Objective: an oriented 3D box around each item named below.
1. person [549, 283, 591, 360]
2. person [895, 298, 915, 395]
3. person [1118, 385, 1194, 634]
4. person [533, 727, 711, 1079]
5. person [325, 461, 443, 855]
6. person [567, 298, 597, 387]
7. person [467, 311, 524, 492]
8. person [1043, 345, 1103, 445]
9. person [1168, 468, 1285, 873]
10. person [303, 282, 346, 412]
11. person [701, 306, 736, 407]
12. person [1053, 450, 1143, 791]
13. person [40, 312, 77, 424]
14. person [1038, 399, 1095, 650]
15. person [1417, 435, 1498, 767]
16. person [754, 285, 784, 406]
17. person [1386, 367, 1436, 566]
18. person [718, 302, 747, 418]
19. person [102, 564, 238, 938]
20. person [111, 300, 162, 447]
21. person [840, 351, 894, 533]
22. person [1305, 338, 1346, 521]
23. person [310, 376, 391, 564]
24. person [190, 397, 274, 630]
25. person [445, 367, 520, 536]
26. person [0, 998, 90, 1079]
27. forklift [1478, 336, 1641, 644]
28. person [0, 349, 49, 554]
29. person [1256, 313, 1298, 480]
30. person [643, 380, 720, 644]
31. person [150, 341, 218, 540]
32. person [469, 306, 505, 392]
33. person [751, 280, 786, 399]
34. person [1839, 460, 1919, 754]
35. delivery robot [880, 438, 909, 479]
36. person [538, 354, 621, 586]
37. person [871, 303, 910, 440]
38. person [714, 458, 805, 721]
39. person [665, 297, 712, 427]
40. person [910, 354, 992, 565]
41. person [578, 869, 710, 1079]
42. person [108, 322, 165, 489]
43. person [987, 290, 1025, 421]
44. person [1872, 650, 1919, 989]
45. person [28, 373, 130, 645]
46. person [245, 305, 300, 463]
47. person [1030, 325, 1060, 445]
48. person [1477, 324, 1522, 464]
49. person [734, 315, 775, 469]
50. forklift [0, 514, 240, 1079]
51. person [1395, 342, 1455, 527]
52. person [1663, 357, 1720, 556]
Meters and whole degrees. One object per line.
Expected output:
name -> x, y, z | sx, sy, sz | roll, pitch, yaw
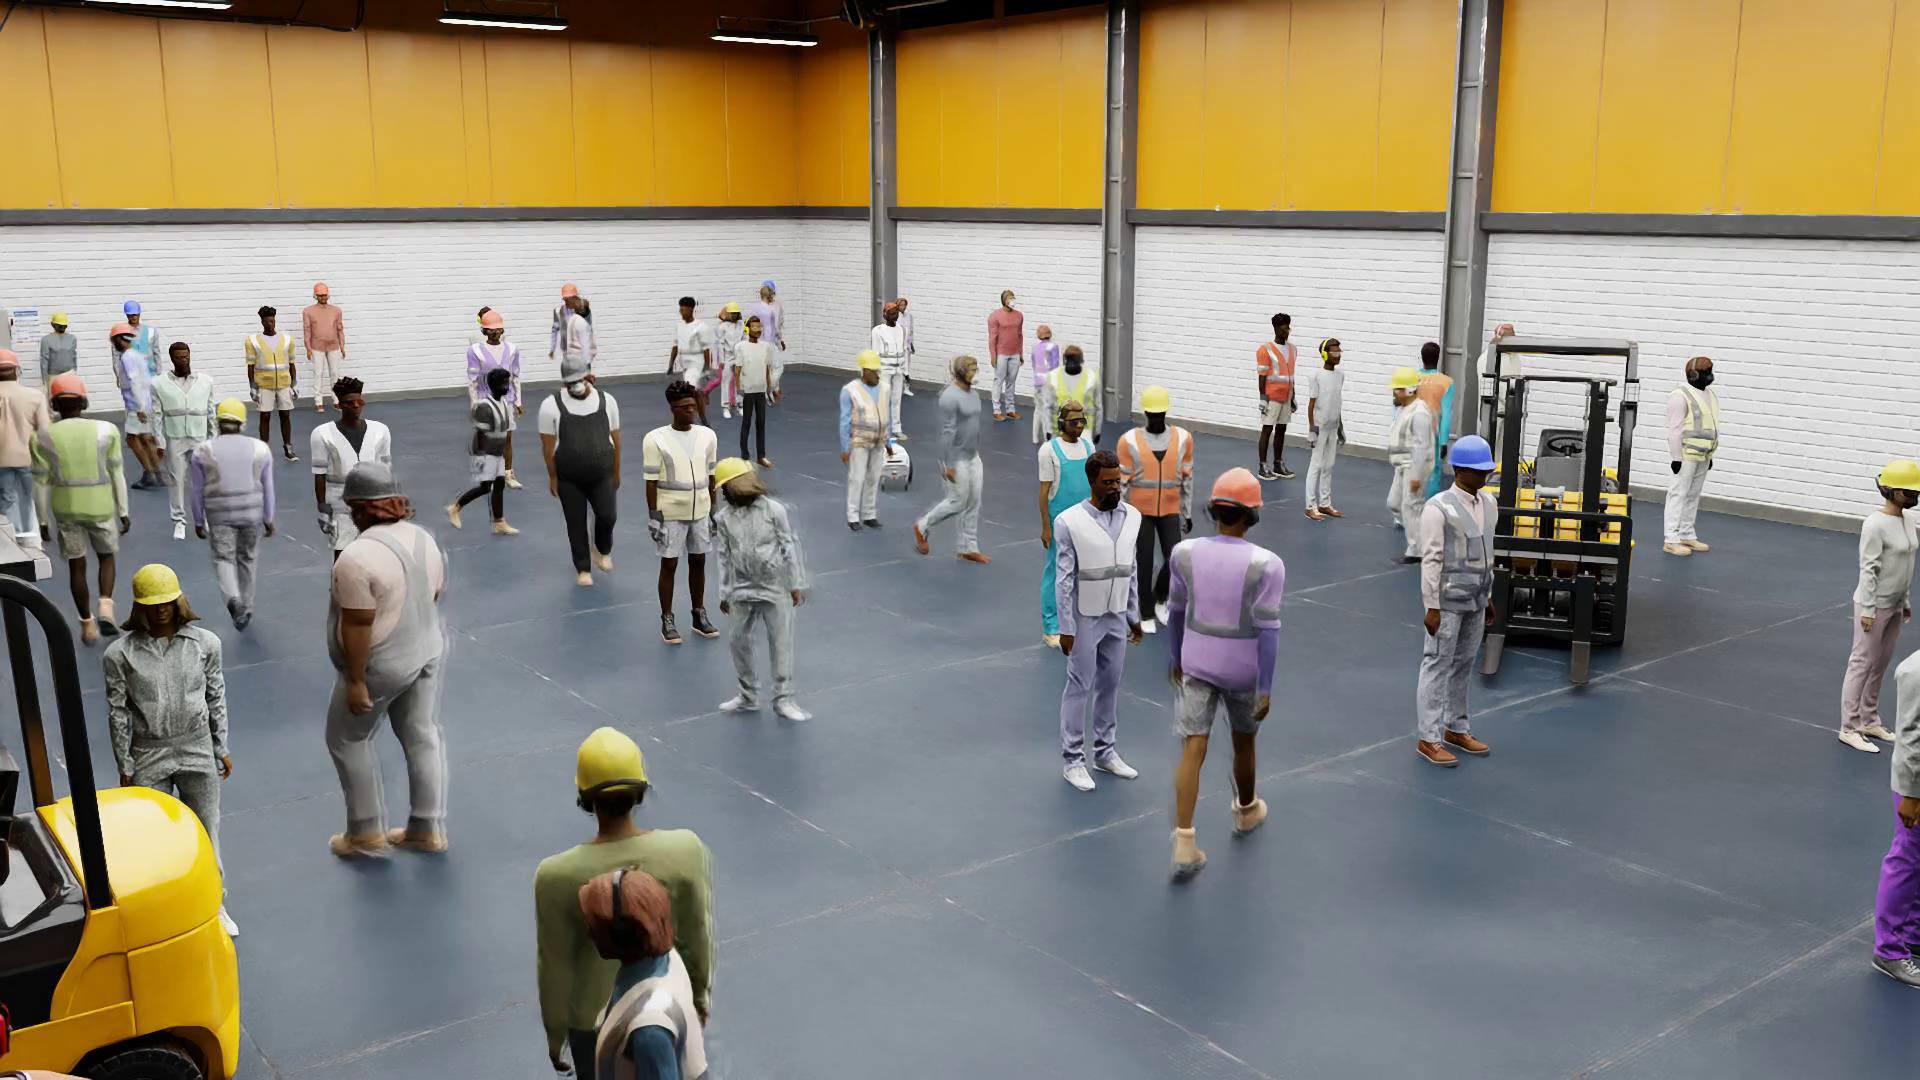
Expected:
person -> -6.014, -3.012, 25.930 | 0.610, 1.993, 1.041 | 4, 12, 17
person -> -0.983, -3.215, 27.736 | 0.517, 1.641, 0.308 | -9, 15, -36
person -> 1.484, -0.228, 12.653 | 0.606, 1.908, 0.420 | -1, 12, -5
person -> -0.998, 1.428, 5.021 | 0.538, 1.751, 0.559 | -5, 13, -22
person -> -2.950, 0.590, 8.389 | 0.658, 2.000, 0.717 | 5, 13, 21
person -> -5.682, -2.672, 24.670 | 0.627, 1.821, 0.639 | -4, 12, -20
person -> -5.227, -1.564, 18.784 | 0.609, 2.043, 0.376 | -9, 15, -36
person -> 1.189, -1.172, 17.534 | 0.609, 1.790, 0.988 | 3, 12, 12
person -> 1.306, 0.629, 8.327 | 0.629, 1.992, 1.053 | 6, 13, 27
person -> -9.822, -2.980, 25.737 | 0.614, 1.994, 0.381 | -9, 15, -36
person -> -3.748, -2.877, 26.185 | 0.607, 1.610, 0.511 | 4, 12, 18
person -> 0.779, 0.438, 9.420 | 0.591, 1.919, 0.390 | -9, 15, -36
person -> -12.769, -2.374, 23.521 | 0.766, 1.715, 0.539 | 9, 15, 37
person -> 0.806, -0.122, 12.298 | 0.507, 1.846, 0.343 | -9, 15, -36
person -> 2.936, 0.347, 9.787 | 0.607, 1.948, 0.389 | -9, 15, -36
person -> -3.016, -3.072, 26.367 | 0.467, 1.916, 0.658 | -4, 12, -18
person -> 4.036, -0.657, 14.975 | 0.471, 1.806, 0.647 | 1, 12, 3
person -> -3.402, -2.713, 25.061 | 0.488, 1.744, 0.295 | -9, 15, -36
person -> -3.470, 0.956, 7.342 | 0.488, 1.744, 0.295 | -9, 15, -36
person -> -10.950, -2.217, 22.167 | 0.607, 1.948, 0.389 | -9, 15, -36
person -> -0.913, -0.970, 16.503 | 0.606, 1.811, 0.457 | -9, 15, -38
person -> 3.791, -1.146, 17.172 | 0.520, 1.876, 0.326 | -9, 15, -36
person -> -4.620, -0.272, 12.728 | 0.608, 1.966, 0.365 | -9, 15, -36
person -> -5.544, -0.186, 12.736 | 0.599, 1.804, 0.702 | -8, 14, -34
person -> -4.673, -0.860, 16.266 | 0.629, 1.670, 0.544 | 1, 12, 6
person -> -1.988, 1.721, 3.386 | 0.566, 1.849, 0.387 | -9, 15, -36
forklift -> 4.683, -0.471, 13.136 | 1.214, 2.155, 2.313 | 4, 12, 20
person -> -8.511, -0.733, 14.977 | 0.626, 1.965, 0.548 | -5, 13, -23
person -> 3.744, -1.692, 19.587 | 0.608, 1.965, 0.365 | -9, 15, -36
person -> -2.065, -0.214, 12.450 | 0.608, 1.966, 0.365 | -9, 15, -36
person -> -7.556, -0.979, 16.253 | 0.591, 1.922, 0.390 | -9, 15, -36
person -> -6.248, -2.166, 22.112 | 0.520, 1.871, 0.326 | -9, 15, -36
person -> -3.137, -3.280, 27.301 | 0.607, 1.948, 0.389 | -9, 15, -36
person -> 5.578, 0.390, 10.021 | 0.527, 1.768, 0.313 | -9, 15, -36
delivery robot -> -0.779, -0.926, 19.089 | 0.477, 0.478, 0.707 | -1, 12, -7
person -> -3.219, -0.615, 14.208 | 0.692, 2.000, 0.565 | -5, 13, -22
person -> -0.936, -2.281, 22.637 | 0.577, 1.883, 0.353 | -9, 15, -36
person -> -1.256, 0.323, 10.518 | 0.621, 1.699, 0.349 | 3, 12, 15
person -> -3.846, -2.408, 23.137 | 0.613, 1.927, 0.925 | 11, 16, 43
person -> -0.065, -0.729, 15.030 | 0.676, 1.925, 0.626 | 6, 13, 29
person -> -0.904, 1.636, 4.413 | 0.842, 1.598, 0.508 | -1, 12, -6
person -> -9.408, -1.528, 18.979 | 0.516, 1.888, 0.595 | -3, 12, -16
person -> 0.698, -2.745, 24.740 | 0.631, 1.940, 0.370 | -9, 15, -36
person -> 4.151, 1.010, 7.053 | 0.566, 1.751, 0.329 | -9, 15, -36
person -> -6.511, -0.221, 12.327 | 0.621, 2.027, 0.430 | -6, 13, -27
person -> -8.602, -1.951, 20.837 | 0.608, 1.965, 0.365 | -9, 15, -36
person -> 1.175, -2.055, 22.215 | 0.329, 1.609, 0.652 | -9, 14, -36
person -> 6.066, -1.468, 18.653 | 0.644, 1.908, 0.408 | -9, 15, -36
person -> -2.510, -1.807, 20.367 | 0.520, 1.876, 0.326 | -9, 15, -36
forklift -> -3.687, 1.115, 5.480 | 2.313, 2.155, 1.214 | -9, 15, -36
person -> 4.673, -1.066, 16.824 | 0.608, 1.872, 1.003 | 8, 14, 34
person -> 6.836, -0.788, 15.522 | 0.626, 1.846, 0.429 | -9, 15, -36
